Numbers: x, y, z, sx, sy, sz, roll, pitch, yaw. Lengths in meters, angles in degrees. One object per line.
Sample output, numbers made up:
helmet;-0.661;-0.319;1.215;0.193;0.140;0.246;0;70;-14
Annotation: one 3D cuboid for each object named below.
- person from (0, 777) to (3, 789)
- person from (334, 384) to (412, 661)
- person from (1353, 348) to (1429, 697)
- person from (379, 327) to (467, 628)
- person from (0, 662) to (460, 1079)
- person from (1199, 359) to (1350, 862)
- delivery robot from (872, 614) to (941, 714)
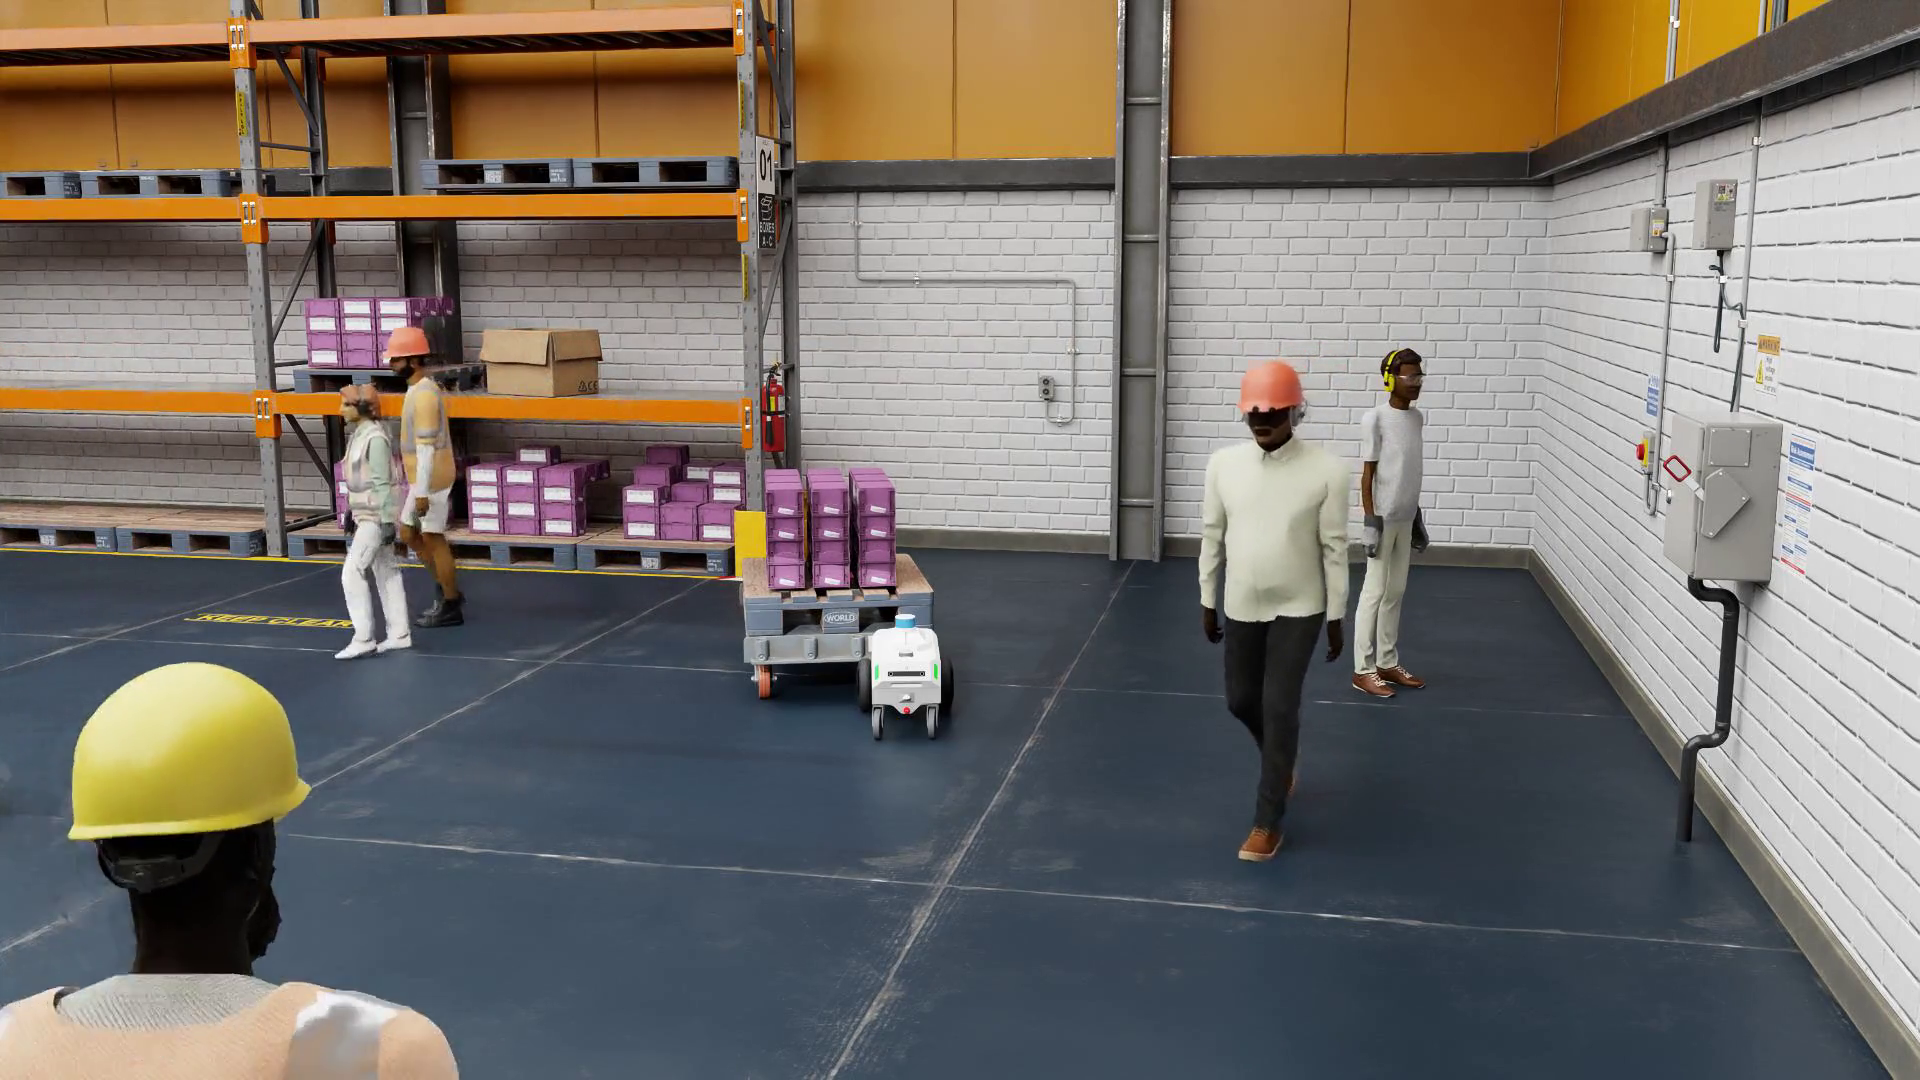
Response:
person;-4.381;0.247;6.559;0.616;2.002;1.053;5;11;28
person;-3.539;-0.105;9.784;0.607;1.616;0.551;-5;11;-30
person;2.362;-0.100;9.017;0.521;1.874;0.328;-8;12;-41
person;-3.398;-0.384;10.551;0.464;1.927;0.597;-4;10;-21
person;-0.825;1.089;1.785;0.579;1.899;0.763;1;10;8
person;1.277;0.240;6.722;0.622;1.962;0.823;5;11;29
delivery robot;-0.274;0.618;8.368;0.477;0.478;0.707;0;9;-3
